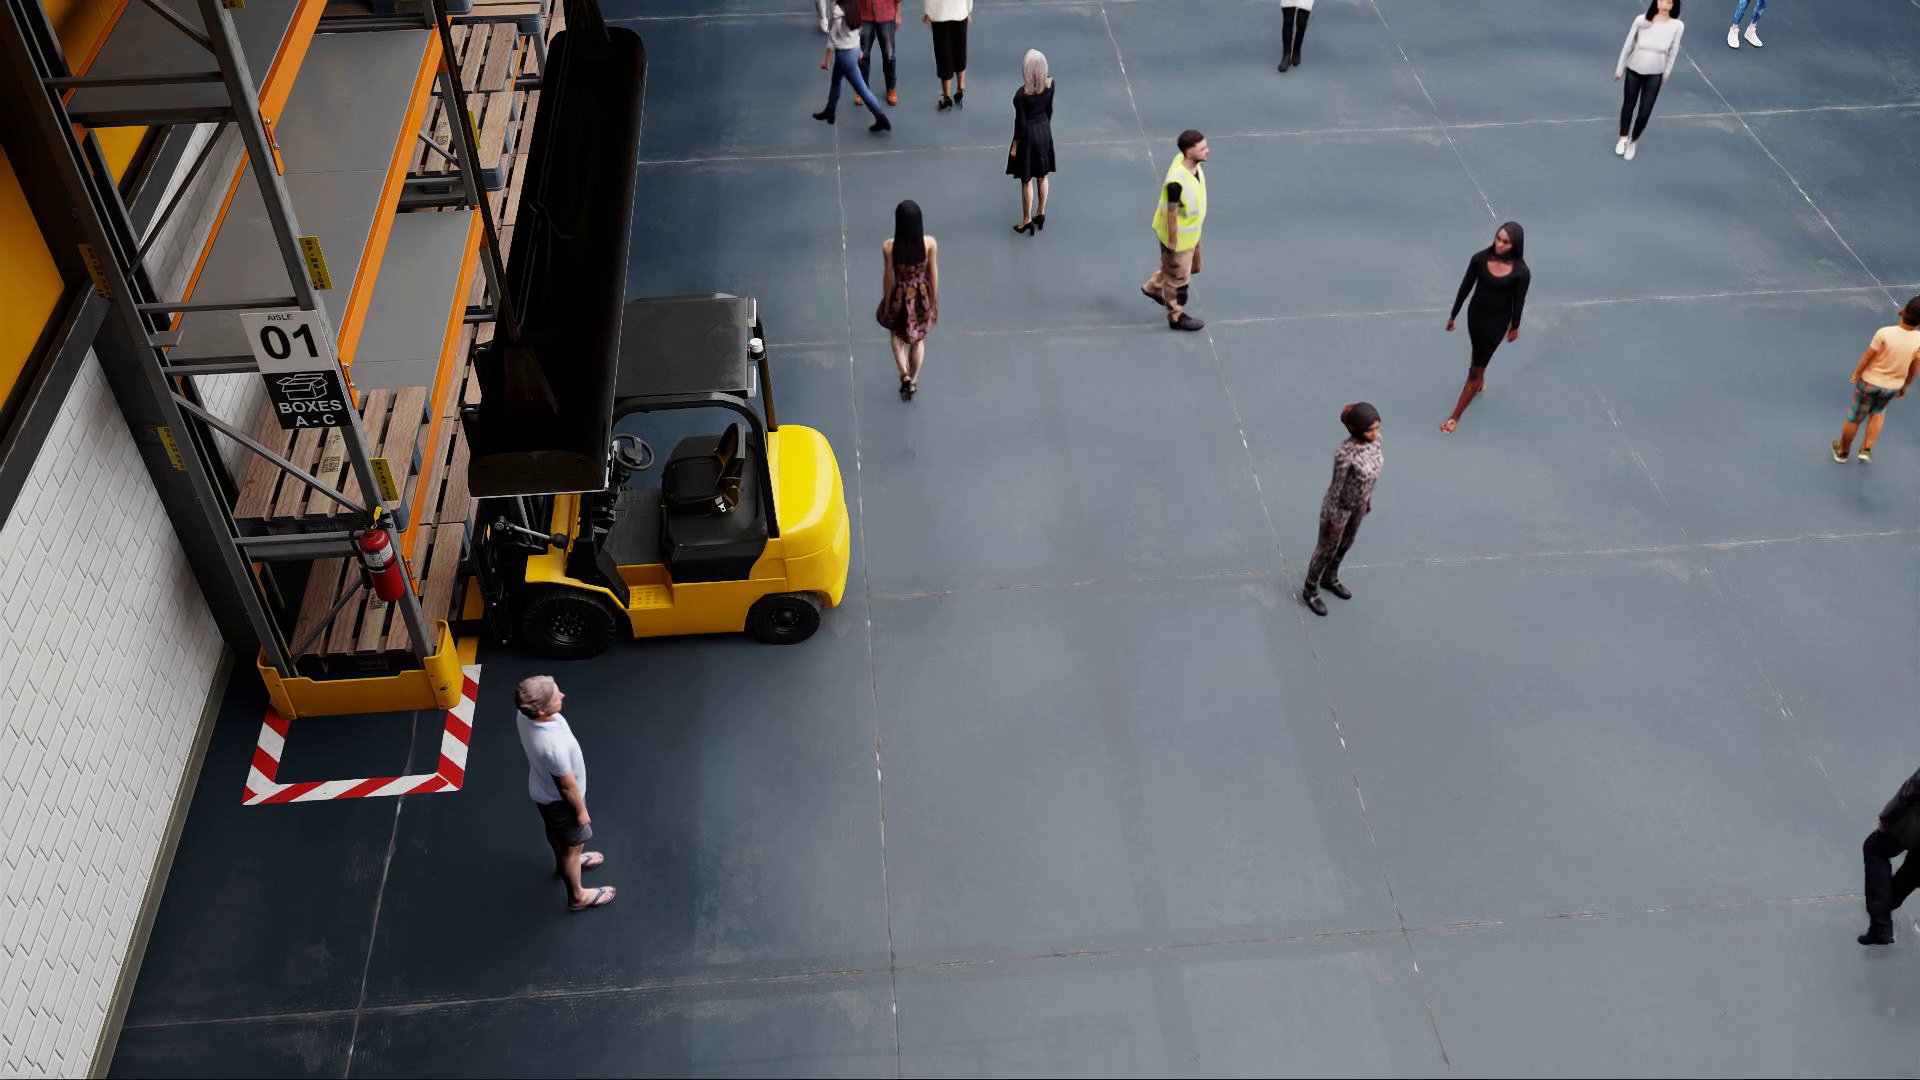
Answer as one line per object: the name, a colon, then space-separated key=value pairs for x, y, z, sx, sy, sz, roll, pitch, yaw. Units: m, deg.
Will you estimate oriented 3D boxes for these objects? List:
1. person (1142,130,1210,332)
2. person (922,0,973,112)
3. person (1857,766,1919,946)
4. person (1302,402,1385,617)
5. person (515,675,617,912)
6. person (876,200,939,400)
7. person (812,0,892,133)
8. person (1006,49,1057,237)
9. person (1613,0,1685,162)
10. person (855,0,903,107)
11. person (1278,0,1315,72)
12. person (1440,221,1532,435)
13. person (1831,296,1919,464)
person: x=1.727 y=-2.519 z=13.436 sx=0.934 sy=1.837 sz=0.893 roll=13 pitch=45 yaw=13
person: x=-0.102 y=-5.016 z=16.043 sx=0.679 sy=1.857 sz=0.651 roll=-16 pitch=46 yaw=-16
person: x=5.348 y=1.607 z=9.112 sx=0.854 sy=1.829 sz=0.993 roll=7 pitch=44 yaw=8
person: x=2.580 y=-0.225 z=11.119 sx=0.672 sy=1.713 sz=0.705 roll=-28 pitch=50 yaw=-26
person: x=-2.270 y=1.397 z=9.331 sx=0.765 sy=1.831 sz=0.624 roll=-21 pitch=47 yaw=-20
person: x=-0.365 y=-1.757 z=12.691 sx=0.630 sy=1.763 sz=0.684 roll=-4 pitch=44 yaw=-4
person: x=-0.982 y=-4.569 z=15.767 sx=0.896 sy=1.591 sz=1.068 roll=11 pitch=45 yaw=11
person: x=0.629 y=-3.465 z=14.495 sx=0.696 sy=1.747 sz=0.728 roll=-28 pitch=50 yaw=-26
person: x=6.401 y=-4.396 z=15.517 sx=0.747 sy=1.685 sz=0.784 roll=18 pitch=47 yaw=18
person: x=-0.825 y=-5.127 z=16.176 sx=0.700 sy=1.835 sz=0.546 roll=-1 pitch=44 yaw=-1
person: x=3.428 y=-5.594 z=16.696 sx=0.734 sy=1.795 sz=0.763 roll=15 pitch=46 yaw=15
person: x=4.066 y=-1.703 z=12.690 sx=1.100 sy=1.687 sz=1.139 roll=32 pitch=52 yaw=29
person: x=6.788 y=-1.117 z=12.244 sx=0.625 sy=1.452 sz=0.688 roll=10 pitch=45 yaw=11
